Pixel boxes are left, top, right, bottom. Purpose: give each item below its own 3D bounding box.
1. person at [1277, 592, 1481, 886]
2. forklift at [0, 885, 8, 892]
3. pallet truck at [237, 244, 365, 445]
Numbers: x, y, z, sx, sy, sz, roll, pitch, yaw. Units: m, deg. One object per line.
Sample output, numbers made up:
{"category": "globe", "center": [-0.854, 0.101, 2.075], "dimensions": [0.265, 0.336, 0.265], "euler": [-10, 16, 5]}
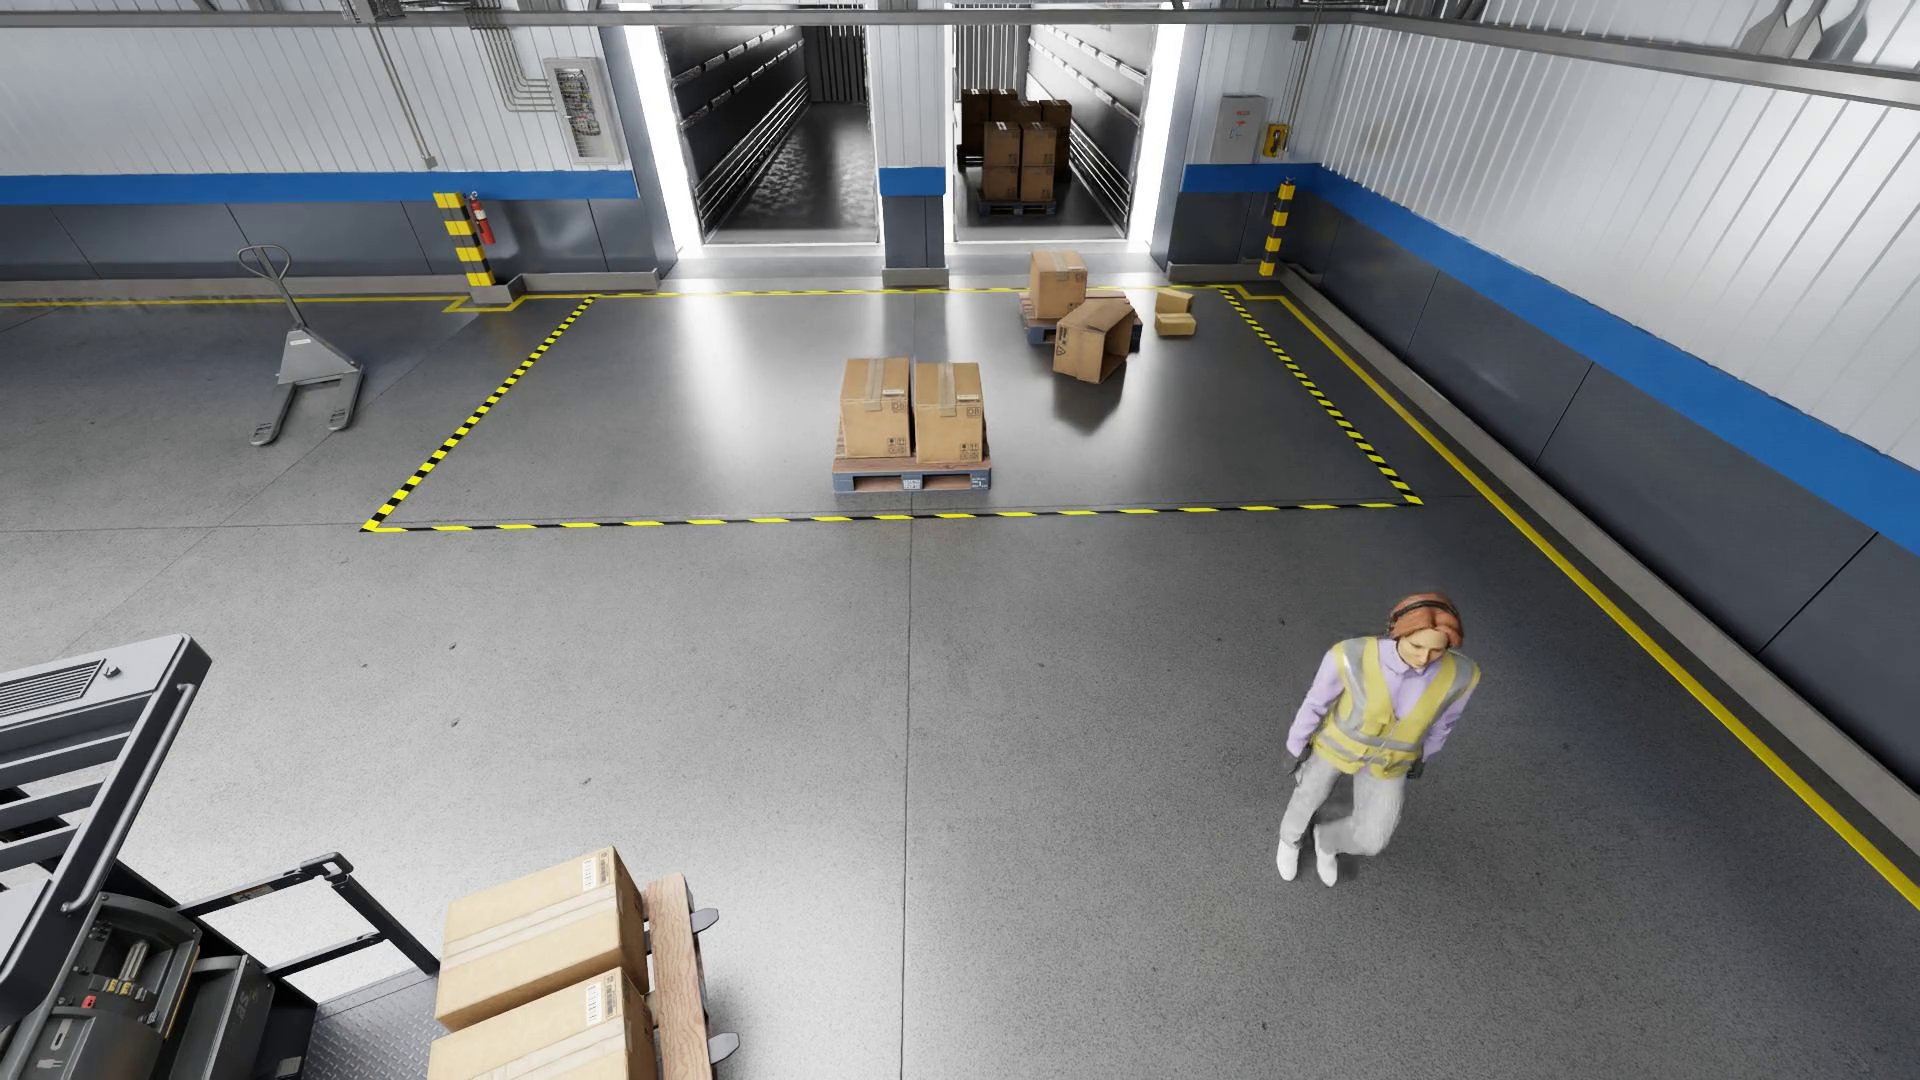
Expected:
{"category": "person", "center": [1.521, 0.836, 2.813], "dimensions": [0.534, 1.623, 0.386], "euler": [10, 39, 12]}
{"category": "forklift", "center": [-2.319, 1.487, 1.663], "dimensions": [0.776, 2.013, 0.716], "euler": [-15, 41, -18]}
{"category": "pallet truck", "center": [-5.915, -1.733, 6.366], "dimensions": [0.680, 1.201, 1.601], "euler": [-18, 42, -21]}
